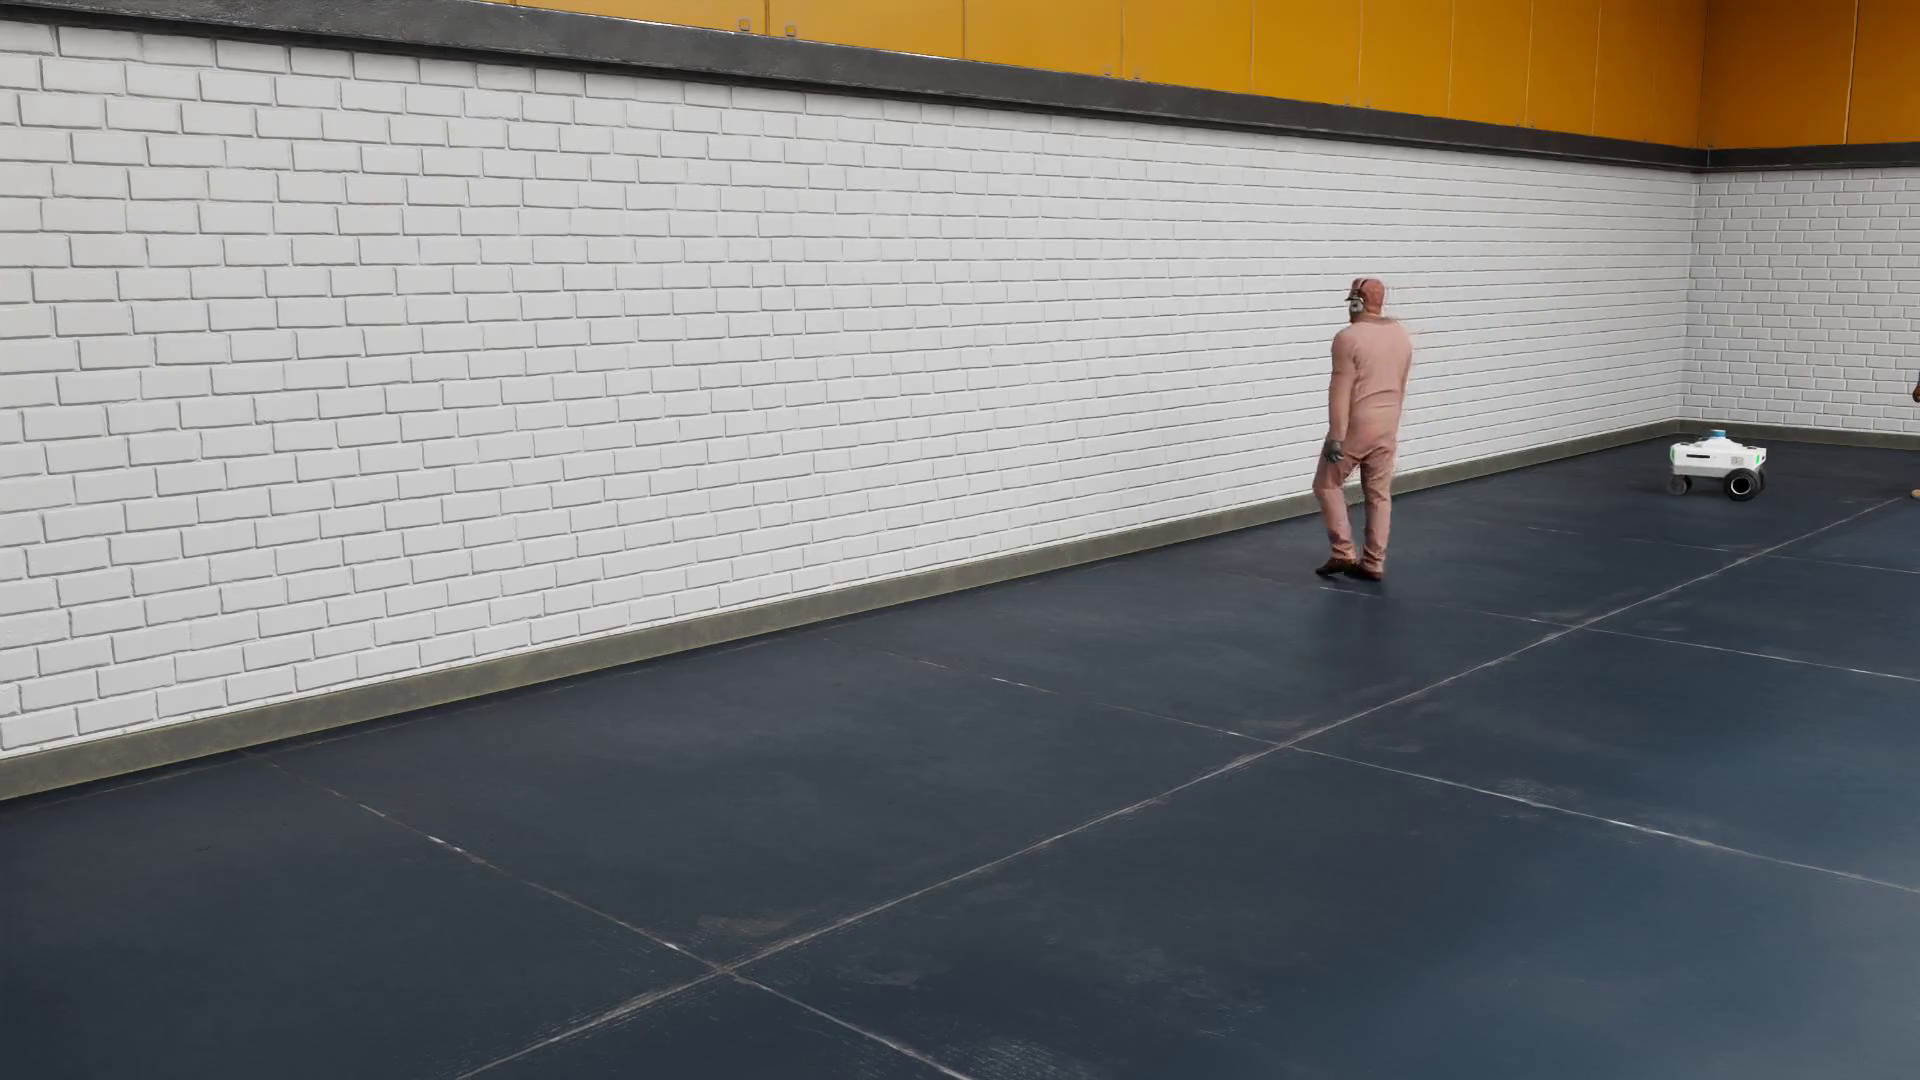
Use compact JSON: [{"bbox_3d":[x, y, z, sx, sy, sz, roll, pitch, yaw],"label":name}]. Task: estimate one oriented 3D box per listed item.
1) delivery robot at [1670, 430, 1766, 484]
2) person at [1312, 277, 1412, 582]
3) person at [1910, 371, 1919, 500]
[{"bbox_3d":[6.331,-0.679,13.906,0.707,0.478,0.477,7,12,32],"label":"delivery robot"},{"bbox_3d":[2.477,-0.686,10.402,0.681,1.889,0.542,-6,12,-31],"label":"person"},{"bbox_3d":[8.114,-1.321,13.634,0.613,2.029,0.403,-1,10,-5],"label":"person"}]
